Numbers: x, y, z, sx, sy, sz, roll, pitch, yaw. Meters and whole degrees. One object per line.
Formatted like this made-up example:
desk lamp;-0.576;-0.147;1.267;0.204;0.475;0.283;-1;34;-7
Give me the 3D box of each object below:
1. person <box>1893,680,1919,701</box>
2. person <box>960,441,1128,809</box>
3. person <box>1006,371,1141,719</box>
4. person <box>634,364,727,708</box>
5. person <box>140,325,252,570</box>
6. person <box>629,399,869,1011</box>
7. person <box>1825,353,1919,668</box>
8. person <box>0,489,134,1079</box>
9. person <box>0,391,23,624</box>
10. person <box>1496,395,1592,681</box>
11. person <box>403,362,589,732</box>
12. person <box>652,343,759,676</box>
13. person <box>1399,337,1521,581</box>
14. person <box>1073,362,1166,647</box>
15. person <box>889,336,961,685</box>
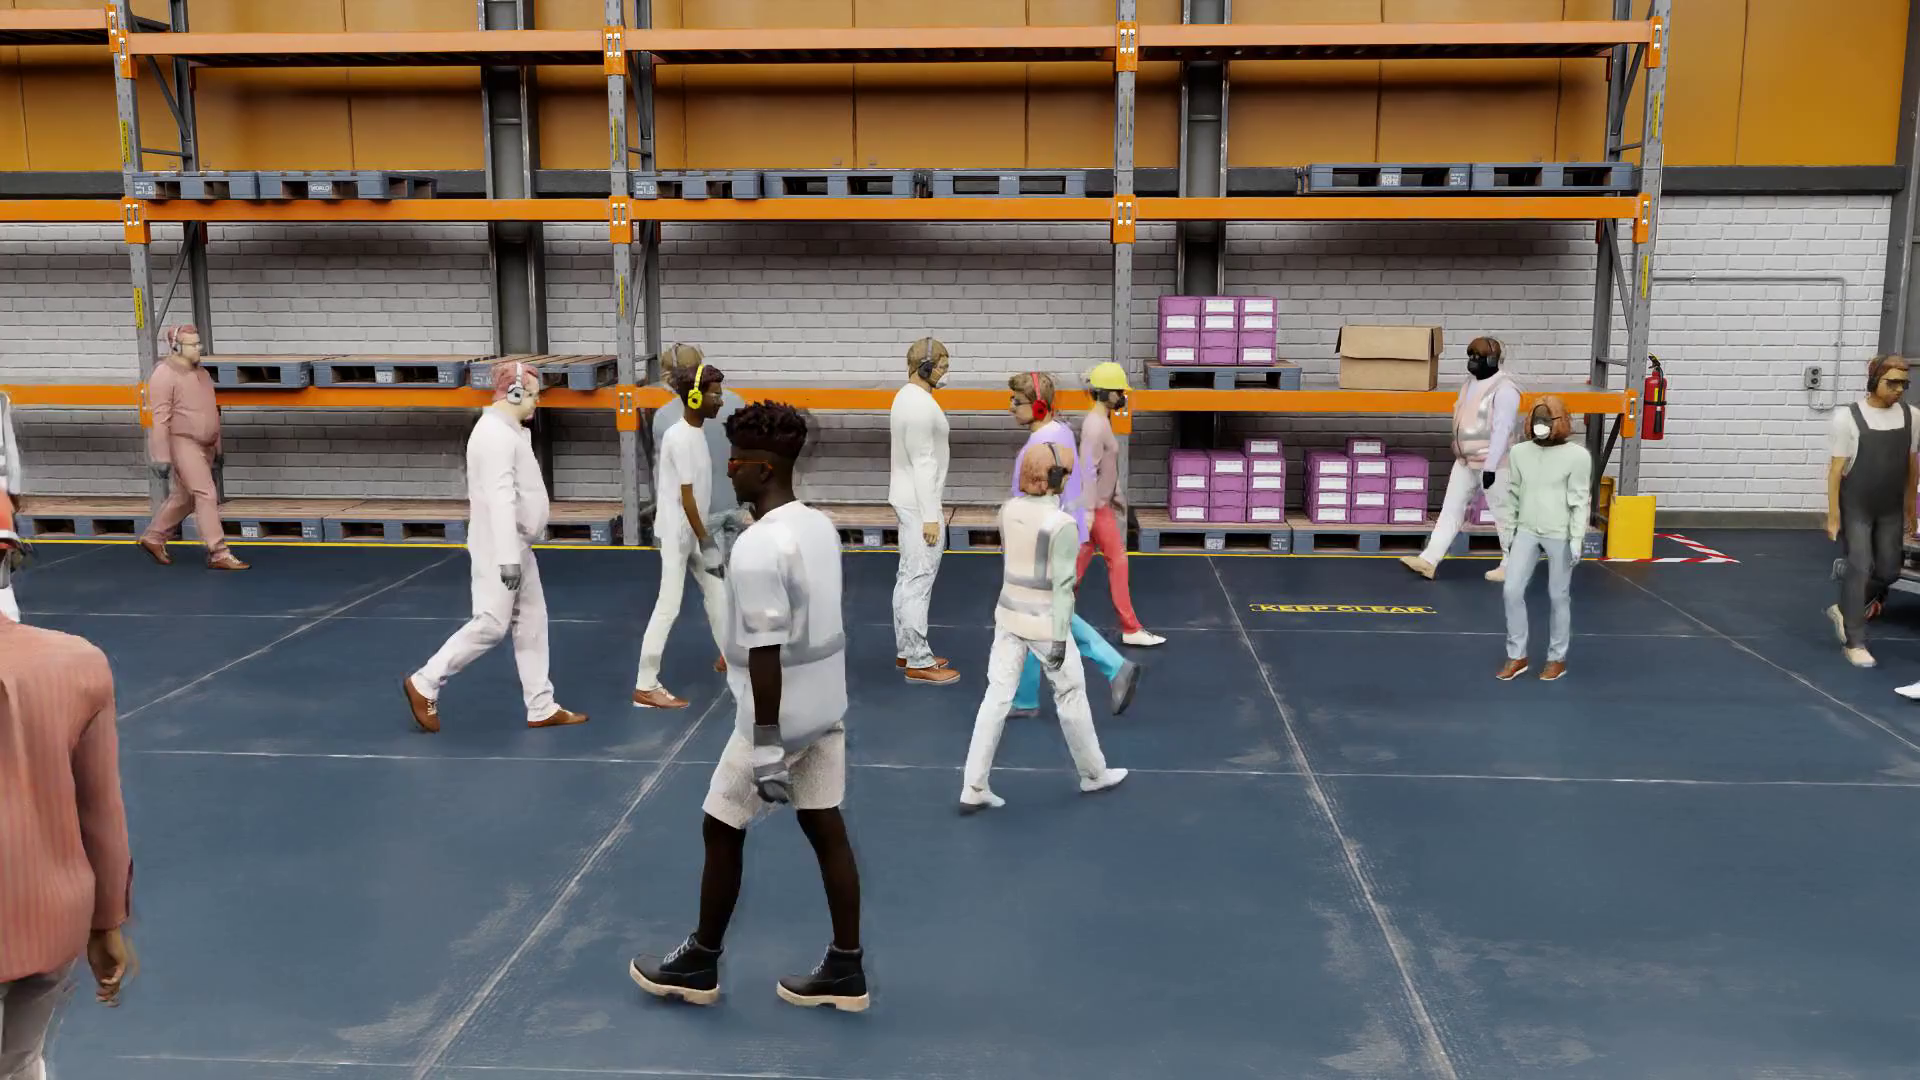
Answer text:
person;5.314;0.088;8.762;0.783;1.598;0.548;2;10;14
person;0.338;0.368;7.186;0.853;1.594;0.524;-8;12;-39
person;0.506;0.050;8.406;0.735;1.816;0.603;3;10;17
person;-1.324;0.004;8.675;0.913;1.820;0.519;1;10;6
person;-5.896;-0.701;12.645;0.927;1.875;0.652;1;10;6
person;-0.676;0.527;5.243;0.884;1.933;0.643;4;10;20
person;5.322;-0.188;9.752;0.534;1.830;0.546;0;10;2
person;-1.957;0.827;3.424;0.856;1.970;0.611;4;11;24
person;-6.270;-0.306;10.373;0.869;1.850;0.606;2;10;11
person;3.234;0.005;9.255;0.516;1.613;0.574;9;13;42
person;-2.358;0.046;8.320;0.850;1.864;0.698;-2;10;-10
person;-1.441;-0.150;9.338;0.563;1.903;0.690;9;13;41
person;3.726;-0.567;12.078;0.962;1.788;0.658;-3;10;-16
person;0.932;-0.205;10.118;0.798;1.734;0.545;1;10;6
person;-0.211;-0.167;9.323;0.372;1.937;0.627;-2;10;-10
